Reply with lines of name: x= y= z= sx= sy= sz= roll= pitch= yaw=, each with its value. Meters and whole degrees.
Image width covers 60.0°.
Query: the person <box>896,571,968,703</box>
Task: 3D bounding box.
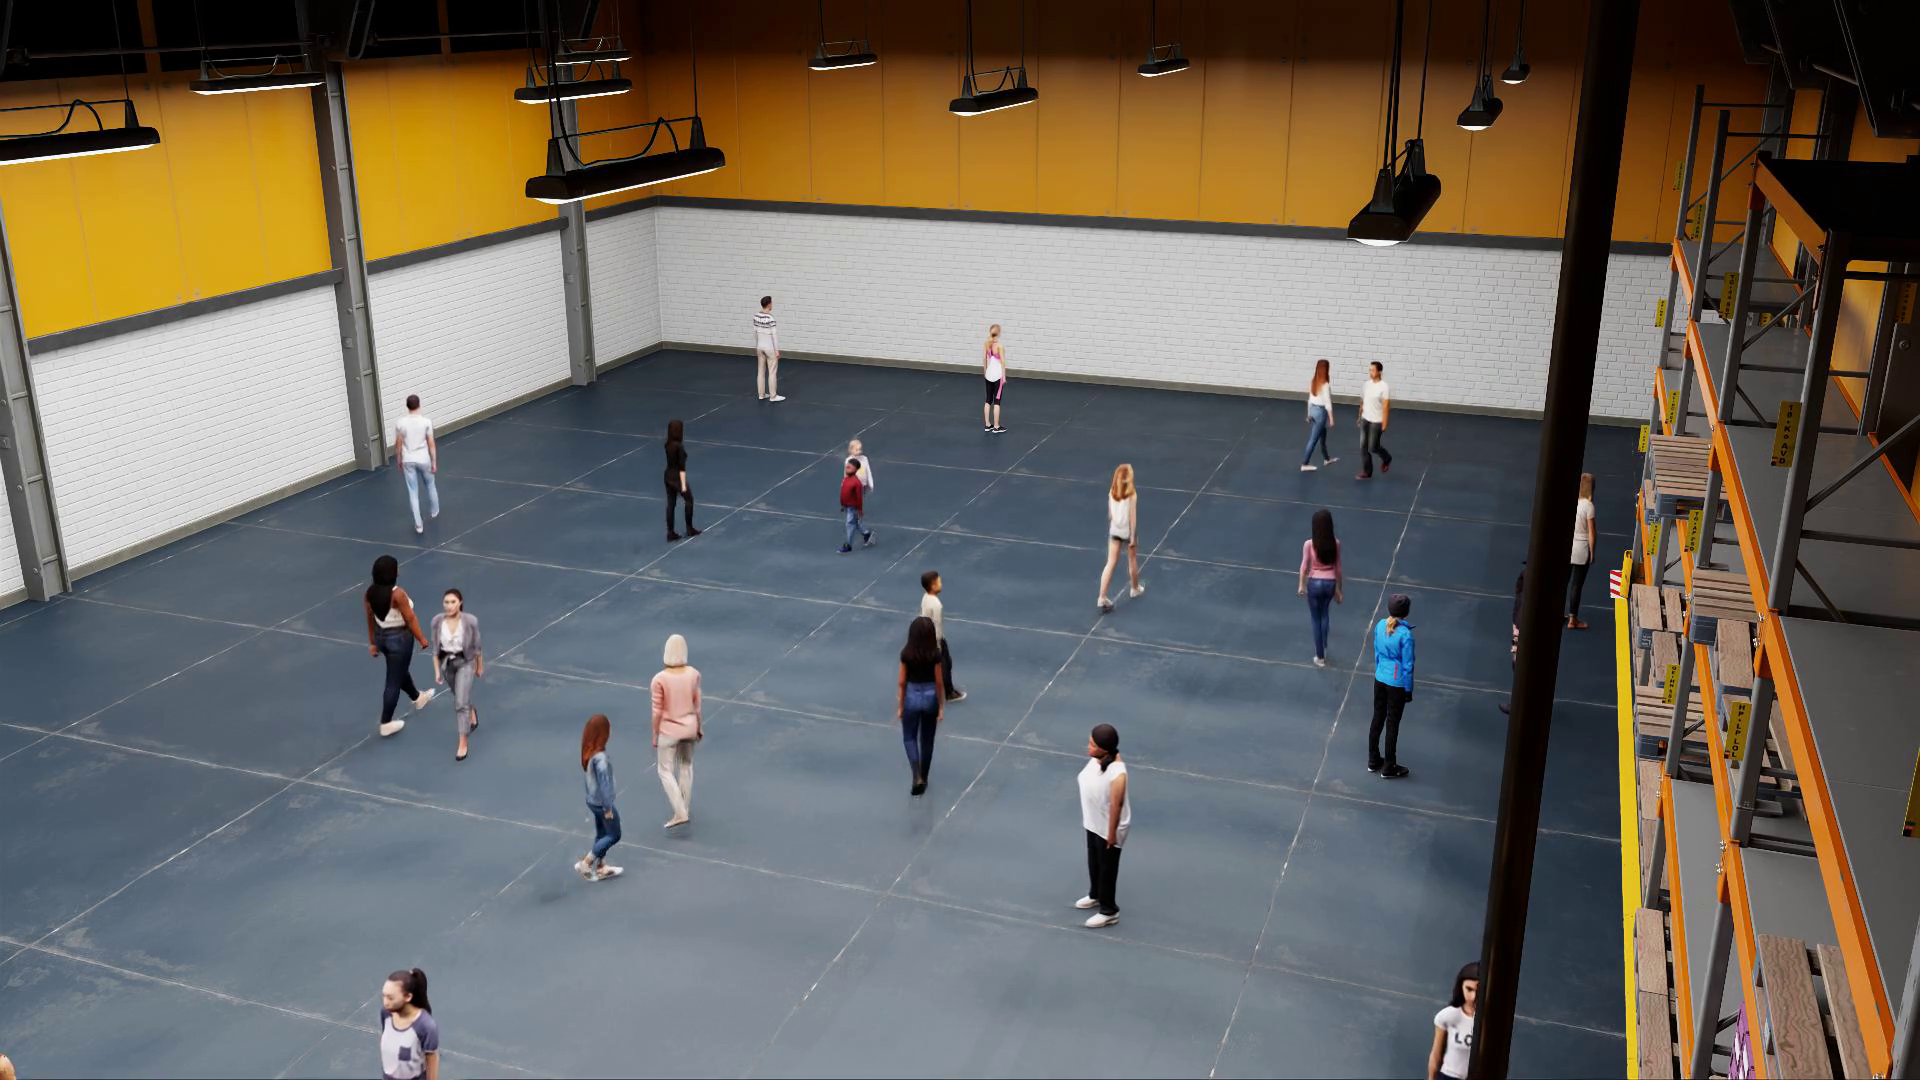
person: x=-0.349 y=1.026 z=16.933 sx=1.027 sy=1.446 sz=0.956 roll=-9 pitch=21 yaw=-25

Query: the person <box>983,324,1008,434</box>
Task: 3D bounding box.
person: x=0.559 y=-2.670 z=27.374 sx=0.686 sy=1.786 sz=0.662 roll=17 pitch=25 yaw=41

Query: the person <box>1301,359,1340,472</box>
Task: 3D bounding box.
person: x=5.340 y=-1.868 z=25.122 sx=0.989 sy=1.705 sz=0.982 roll=-6 pitch=20 yaw=-17

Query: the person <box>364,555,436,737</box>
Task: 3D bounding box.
person: x=-5.619 y=1.064 z=16.308 sx=0.767 sy=1.774 sz=1.124 roll=11 pitch=21 yaw=29

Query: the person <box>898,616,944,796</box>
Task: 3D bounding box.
person: x=-0.349 y=1.545 z=14.960 sx=0.778 sy=1.722 sz=0.945 roll=-1 pitch=19 yaw=-3

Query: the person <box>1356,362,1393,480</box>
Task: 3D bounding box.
person: x=6.205 y=-1.773 z=24.721 sx=0.991 sy=1.781 sz=0.903 roll=-12 pitch=22 yaw=-33

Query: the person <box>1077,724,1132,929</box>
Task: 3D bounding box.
person: x=1.125 y=2.208 z=13.050 sx=0.820 sy=1.684 sz=0.724 roll=-4 pitch=19 yaw=-11

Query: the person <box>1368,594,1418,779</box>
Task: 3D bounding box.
person: x=4.004 y=1.342 z=15.445 sx=0.728 sy=1.797 sz=0.690 roll=-11 pitch=21 yaw=-29

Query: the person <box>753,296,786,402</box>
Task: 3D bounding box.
person: x=-3.412 y=-3.388 z=29.392 sx=0.749 sy=1.861 sz=0.681 roll=14 pitch=23 yaw=35

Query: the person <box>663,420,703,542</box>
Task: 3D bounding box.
person: x=-3.813 y=-0.763 z=21.962 sx=0.749 sy=1.628 sz=0.841 roll=16 pitch=24 yaw=39

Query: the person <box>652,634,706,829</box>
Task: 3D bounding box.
person: x=-2.457 y=1.688 z=14.571 sx=0.885 sy=1.698 sz=0.938 roll=-12 pitch=22 yaw=-33

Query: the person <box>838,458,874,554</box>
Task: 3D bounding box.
person: x=-1.358 y=-0.471 z=21.690 sx=0.893 sy=1.246 sz=0.780 roll=-12 pitch=22 yaw=-32

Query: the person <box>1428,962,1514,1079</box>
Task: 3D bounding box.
person: x=2.981 y=3.244 z=9.868 sx=0.654 sy=1.751 sz=0.944 roll=5 pitch=19 yaw=13

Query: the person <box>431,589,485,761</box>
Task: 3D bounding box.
person: x=-4.813 y=1.228 z=16.040 sx=0.831 sy=1.634 sz=1.174 roll=0 pitch=19 yaw=0

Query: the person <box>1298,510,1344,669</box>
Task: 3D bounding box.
person: x=3.904 y=0.548 z=17.909 sx=0.749 sy=1.729 sz=0.830 roll=-1 pitch=19 yaw=-2

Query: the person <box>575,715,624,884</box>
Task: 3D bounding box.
person: x=-3.000 y=2.145 z=13.582 sx=0.809 sy=1.465 sz=0.752 roll=-10 pitch=21 yaw=-27

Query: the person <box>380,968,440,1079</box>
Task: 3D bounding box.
person: x=-3.232 y=3.266 z=9.974 sx=0.657 sy=1.643 sz=0.684 roll=11 pitch=22 yaw=30

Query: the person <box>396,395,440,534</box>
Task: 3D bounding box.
person: x=-7.308 y=-0.992 z=22.358 sx=1.080 sy=1.808 sz=1.224 roll=-6 pitch=19 yaw=-16

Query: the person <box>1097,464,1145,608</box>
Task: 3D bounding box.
person: x=1.845 y=-0.009 z=19.587 sx=0.837 sy=1.713 sz=1.189 roll=15 pitch=24 yaw=37

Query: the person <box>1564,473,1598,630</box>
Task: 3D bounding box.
person: x=7.047 y=0.117 z=19.040 sx=0.728 sy=1.825 sz=0.694 roll=-11 pitch=22 yaw=-30

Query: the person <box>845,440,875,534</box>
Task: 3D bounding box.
person: x=-1.407 y=-0.741 z=22.495 sx=0.874 sy=1.245 sz=0.900 roll=-10 pitch=21 yaw=-28
